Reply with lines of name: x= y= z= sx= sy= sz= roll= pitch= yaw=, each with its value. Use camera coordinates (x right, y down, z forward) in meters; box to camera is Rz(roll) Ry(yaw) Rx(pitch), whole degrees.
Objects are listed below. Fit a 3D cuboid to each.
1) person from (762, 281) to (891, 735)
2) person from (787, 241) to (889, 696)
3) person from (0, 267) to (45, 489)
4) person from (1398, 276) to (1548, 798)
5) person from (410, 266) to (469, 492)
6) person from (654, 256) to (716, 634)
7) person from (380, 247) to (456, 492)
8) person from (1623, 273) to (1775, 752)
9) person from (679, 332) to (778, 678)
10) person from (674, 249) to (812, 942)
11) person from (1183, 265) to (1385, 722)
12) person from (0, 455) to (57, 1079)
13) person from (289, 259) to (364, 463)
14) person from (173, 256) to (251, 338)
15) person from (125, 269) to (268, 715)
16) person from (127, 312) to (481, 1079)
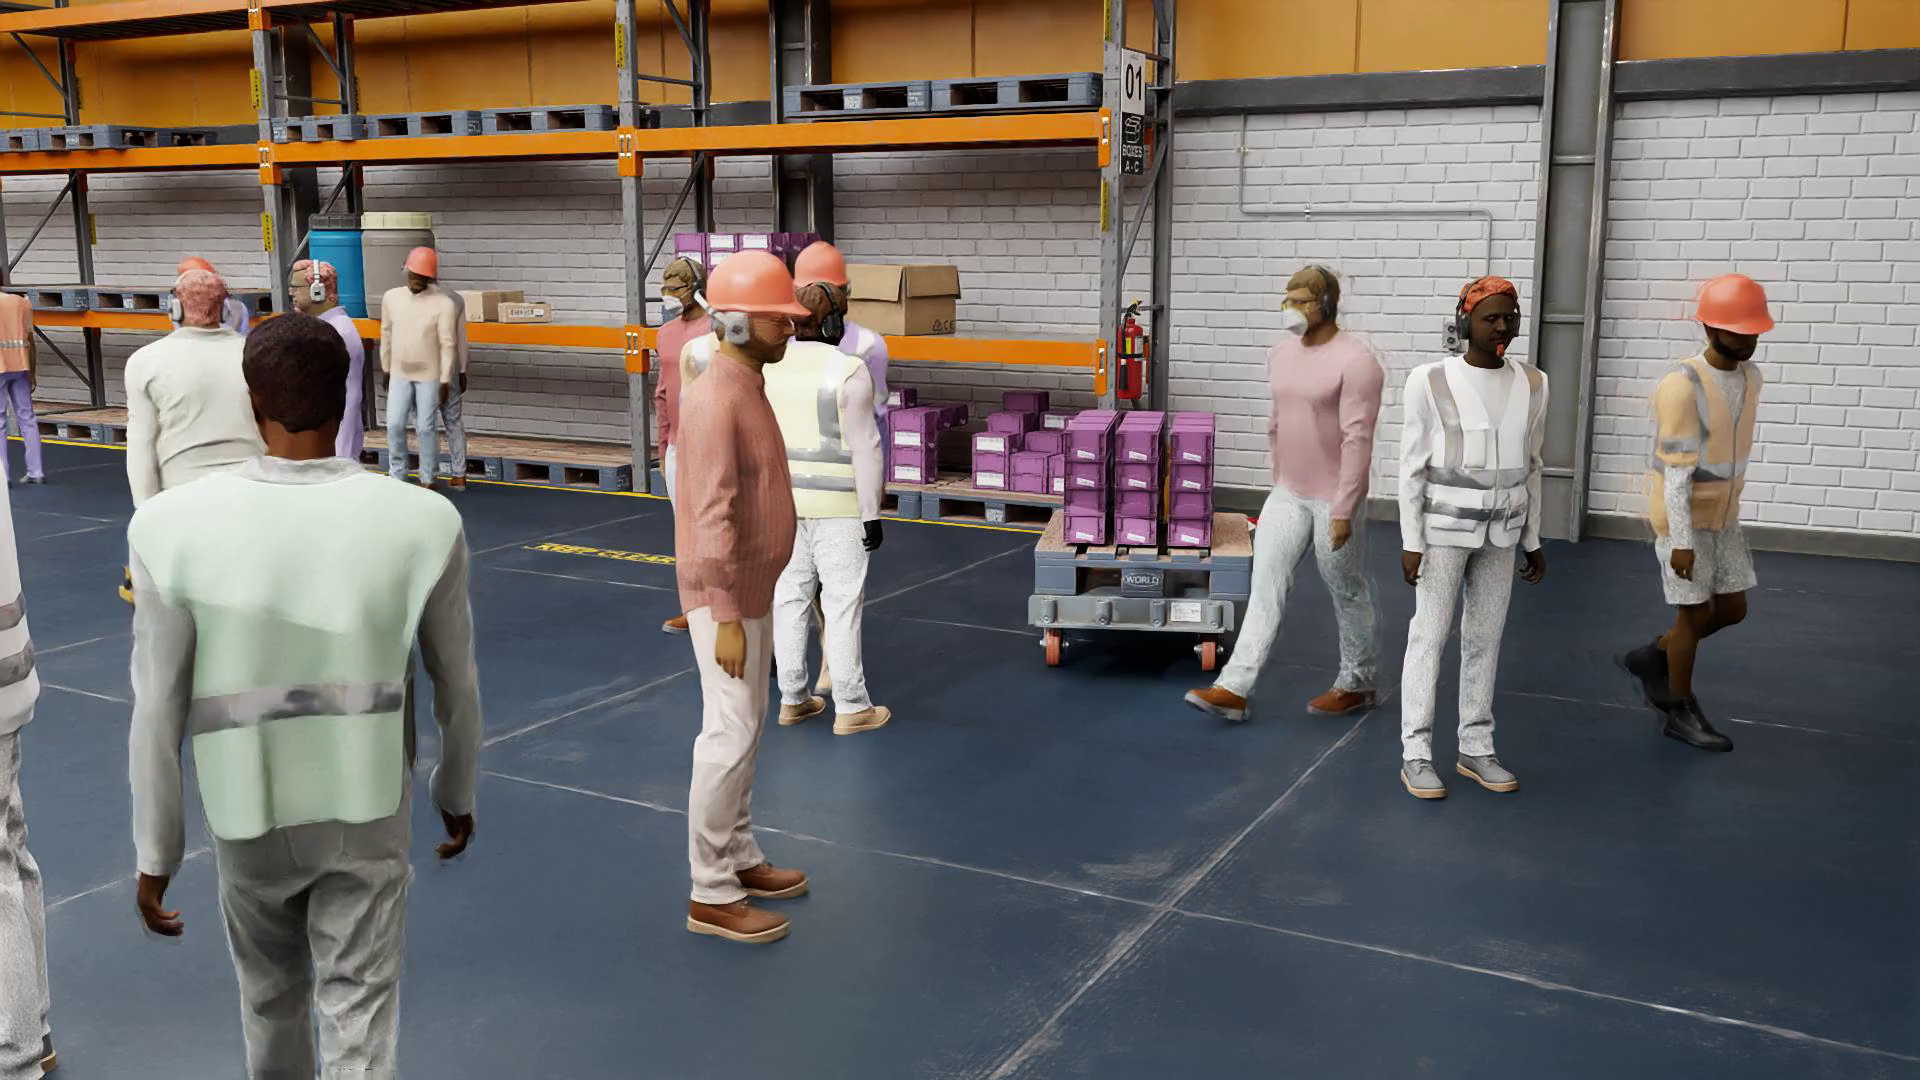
person: x=-0.560 y=-0.128 z=6.818 sx=0.619 sy=1.845 sz=0.430 roll=7 pitch=12 yaw=32
person: x=-0.617 y=-0.359 z=7.628 sx=0.597 sy=2.008 sz=0.939 roll=1 pitch=10 yaw=7
person: x=-7.705 y=-1.326 z=13.411 sx=0.383 sy=1.836 sz=0.565 roll=6 pitch=12 yaw=31
person: x=1.855 y=-0.005 z=6.034 sx=0.573 sy=1.883 sz=0.356 roll=-2 pitch=11 yaw=-13
person: x=-4.168 y=-1.330 z=13.126 sx=0.399 sy=1.943 sz=0.615 roll=10 pitch=14 yaw=43
person: x=-1.316 y=-0.456 z=8.393 sx=0.637 sy=1.929 sz=0.379 roll=9 pitch=14 yaw=42
person: x=-4.160 y=-1.263 z=12.739 sx=0.650 sy=1.950 sz=0.583 roll=1 pitch=10 yaw=4
person: x=2.848 y=-0.094 z=6.486 sx=0.573 sy=1.890 sz=0.673 roll=-5 pitch=11 yaw=-24
person: x=-0.998 y=-0.308 z=7.606 sx=0.561 sy=1.922 sz=0.382 roll=-1 pitch=10 yaw=-5
person: x=-0.626 y=0.157 z=4.868 sx=0.414 sy=1.988 sz=0.629 roll=1 pitch=10 yaw=4
person: x=1.365 y=-0.155 z=6.806 sx=0.966 sy=1.895 sz=0.660 roll=-6 pitch=12 yaw=-31
person: x=-2.280 y=0.412 z=3.751 sx=0.356 sy=1.883 sz=0.573 roll=-4 pitch=11 yaw=-22
person: x=-3.285 y=-0.488 z=8.614 sx=0.409 sy=1.906 sz=0.651 roll=-5 pitch=12 yaw=-27
person: x=-5.574 y=-1.182 z=12.537 sx=0.568 sy=1.887 sz=0.845 roll=-7 pitch=13 yaw=-35
person: x=-3.119 y=-0.174 z=6.940 sx=0.668 sy=1.887 sz=0.441 roll=-9 pitch=13 yaw=-39
person: x=-1.259 y=0.499 z=3.275 sx=0.621 sy=1.872 sz=0.915 roll=-4 pitch=11 yaw=-20
